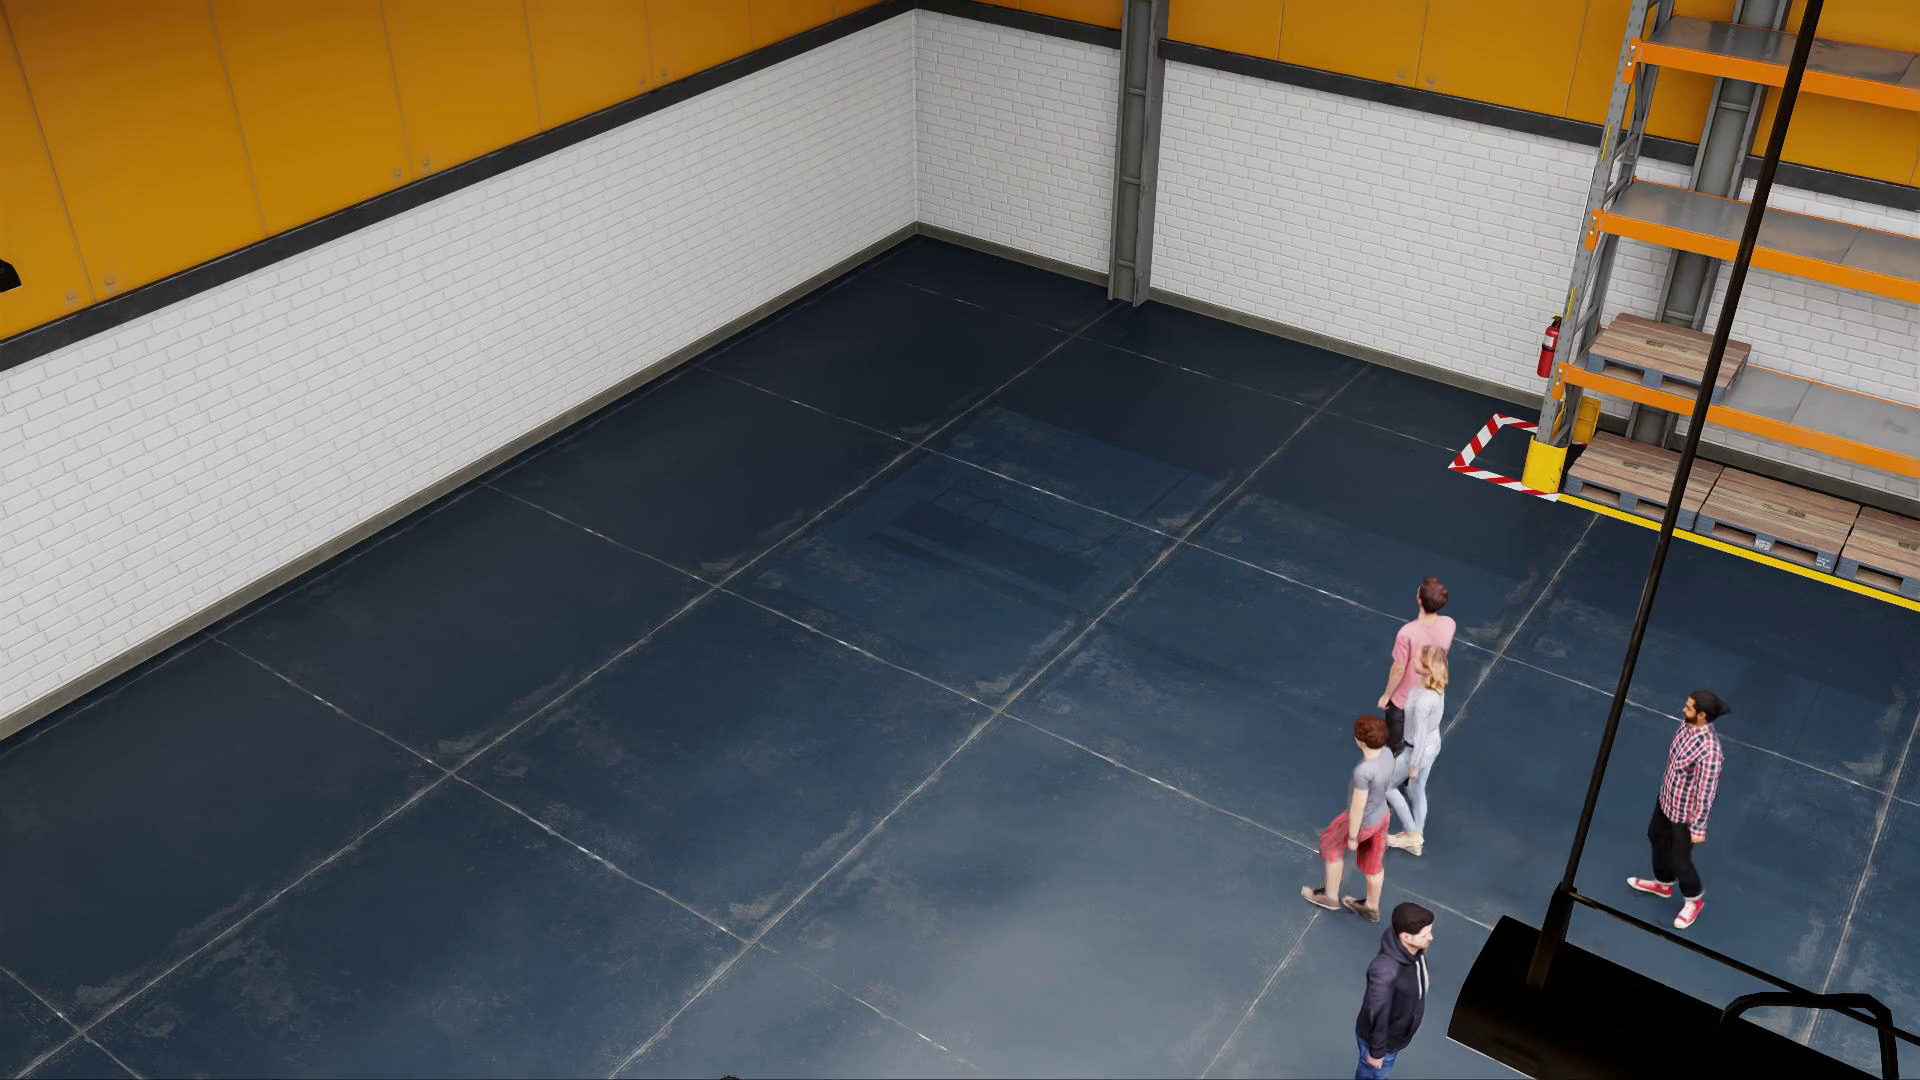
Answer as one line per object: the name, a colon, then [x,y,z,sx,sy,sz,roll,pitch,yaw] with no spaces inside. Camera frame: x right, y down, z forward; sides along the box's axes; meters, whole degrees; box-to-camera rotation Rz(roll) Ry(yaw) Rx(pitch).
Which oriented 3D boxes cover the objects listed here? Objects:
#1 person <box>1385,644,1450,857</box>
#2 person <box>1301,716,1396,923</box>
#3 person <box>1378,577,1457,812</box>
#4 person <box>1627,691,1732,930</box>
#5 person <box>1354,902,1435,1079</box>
person: [3.241,1.487,11.430,0.602,1.783,0.600,19,38,26]
person: [2.732,1.891,10.957,0.688,1.633,0.807,-25,41,-33]
person: [3.242,1.101,11.852,0.716,1.959,0.729,-13,36,-19]
person: [4.846,1.770,11.045,0.893,1.738,0.881,-3,34,-5]
person: [2.403,2.747,9.434,0.599,1.895,0.691,17,37,23]
